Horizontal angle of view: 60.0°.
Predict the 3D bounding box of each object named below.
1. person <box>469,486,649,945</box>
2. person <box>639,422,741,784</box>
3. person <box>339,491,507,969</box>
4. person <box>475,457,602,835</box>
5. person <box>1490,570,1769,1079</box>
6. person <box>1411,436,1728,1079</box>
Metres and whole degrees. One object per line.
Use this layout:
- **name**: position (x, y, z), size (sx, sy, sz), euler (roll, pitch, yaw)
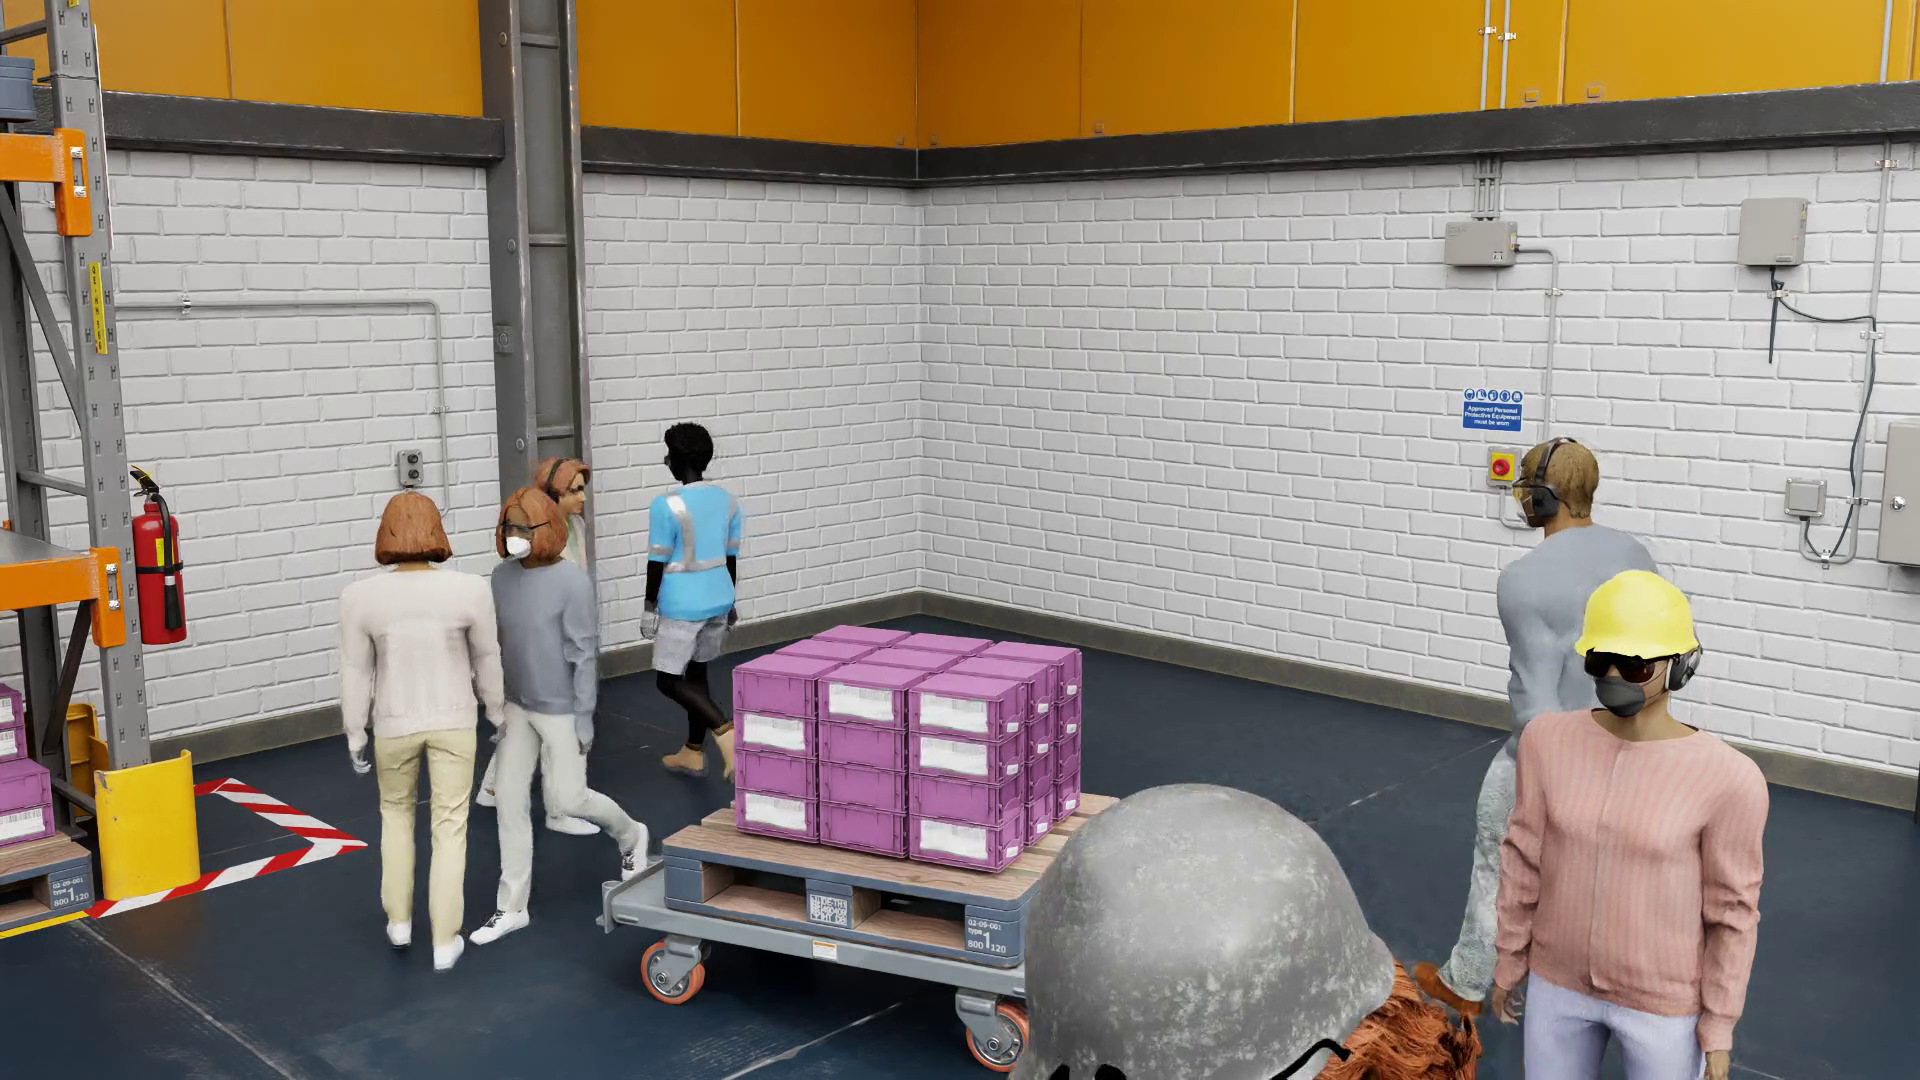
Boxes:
- **person**: position (-1.455, 0.594, 5.999), size (0.511, 1.606, 0.713), euler (6, 11, 31)
- **person**: position (-1.174, 0.302, 7.553), size (0.605, 1.676, 0.538), euler (6, 11, 32)
- **person**: position (-1.828, 0.633, 5.721), size (0.517, 1.618, 0.536), euler (-2, 9, -11)
- **person**: position (-1.821, 0.438, 6.989), size (0.617, 1.600, 0.530), euler (1, 9, 6)
- **person**: position (1.351, 0.932, 3.437), size (0.525, 1.769, 0.308), euler (8, 12, 42)
- **person**: position (1.825, 0.644, 4.876), size (0.628, 1.890, 1.067), euler (-4, 10, -25)
